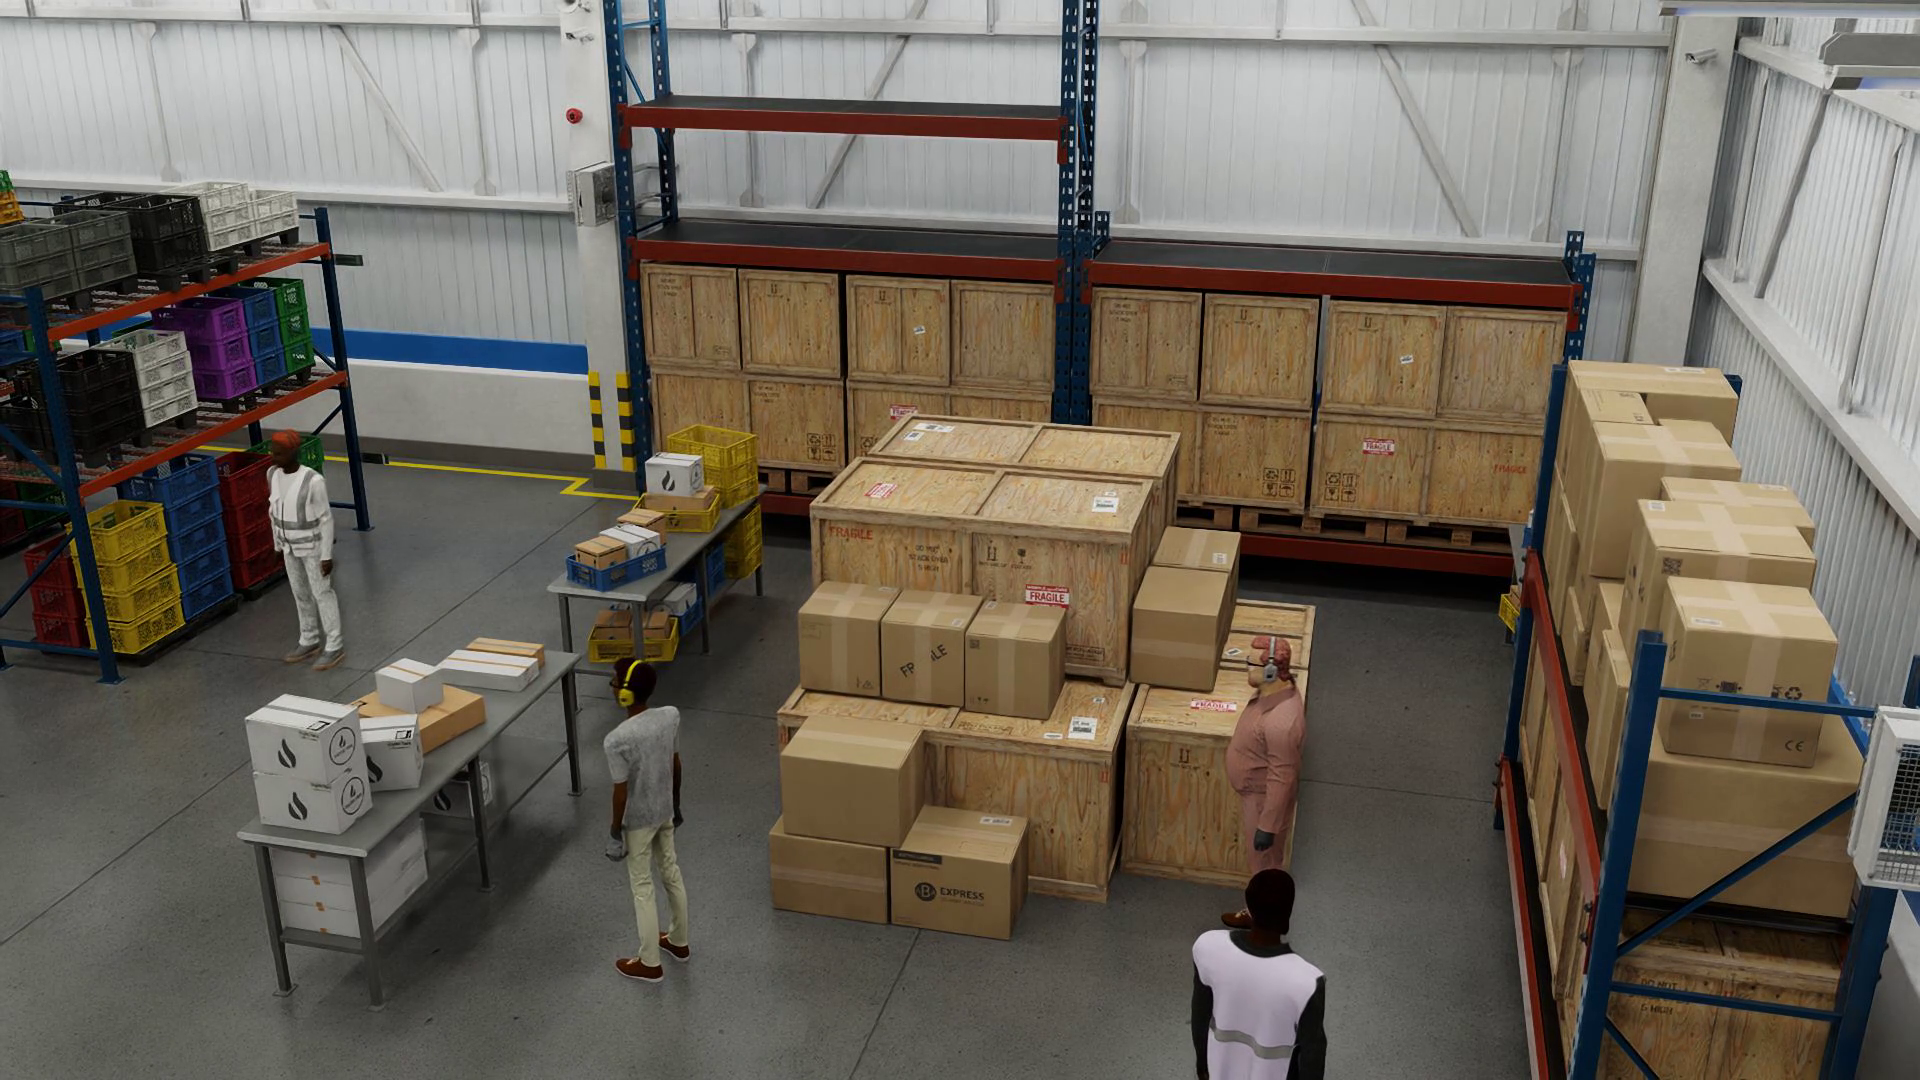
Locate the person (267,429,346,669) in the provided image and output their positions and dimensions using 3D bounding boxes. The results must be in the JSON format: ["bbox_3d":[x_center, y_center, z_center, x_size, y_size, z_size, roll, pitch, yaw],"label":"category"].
[{"bbox_3d":[-4.977,0.063,12.599,0.584,1.882,0.337,10,23,25],"label":"person"}]

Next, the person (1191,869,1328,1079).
[{"bbox_3d":[1.221,2.226,6.897,0.587,1.917,0.390,14,25,33],"label":"person"}]

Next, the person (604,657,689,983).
[{"bbox_3d":[-1.689,1.484,8.898,0.328,1.874,0.514,14,25,33],"label":"person"}]

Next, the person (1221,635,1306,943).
[{"bbox_3d":[1.637,1.404,9.061,0.404,1.906,0.651,2,21,6],"label":"person"}]
